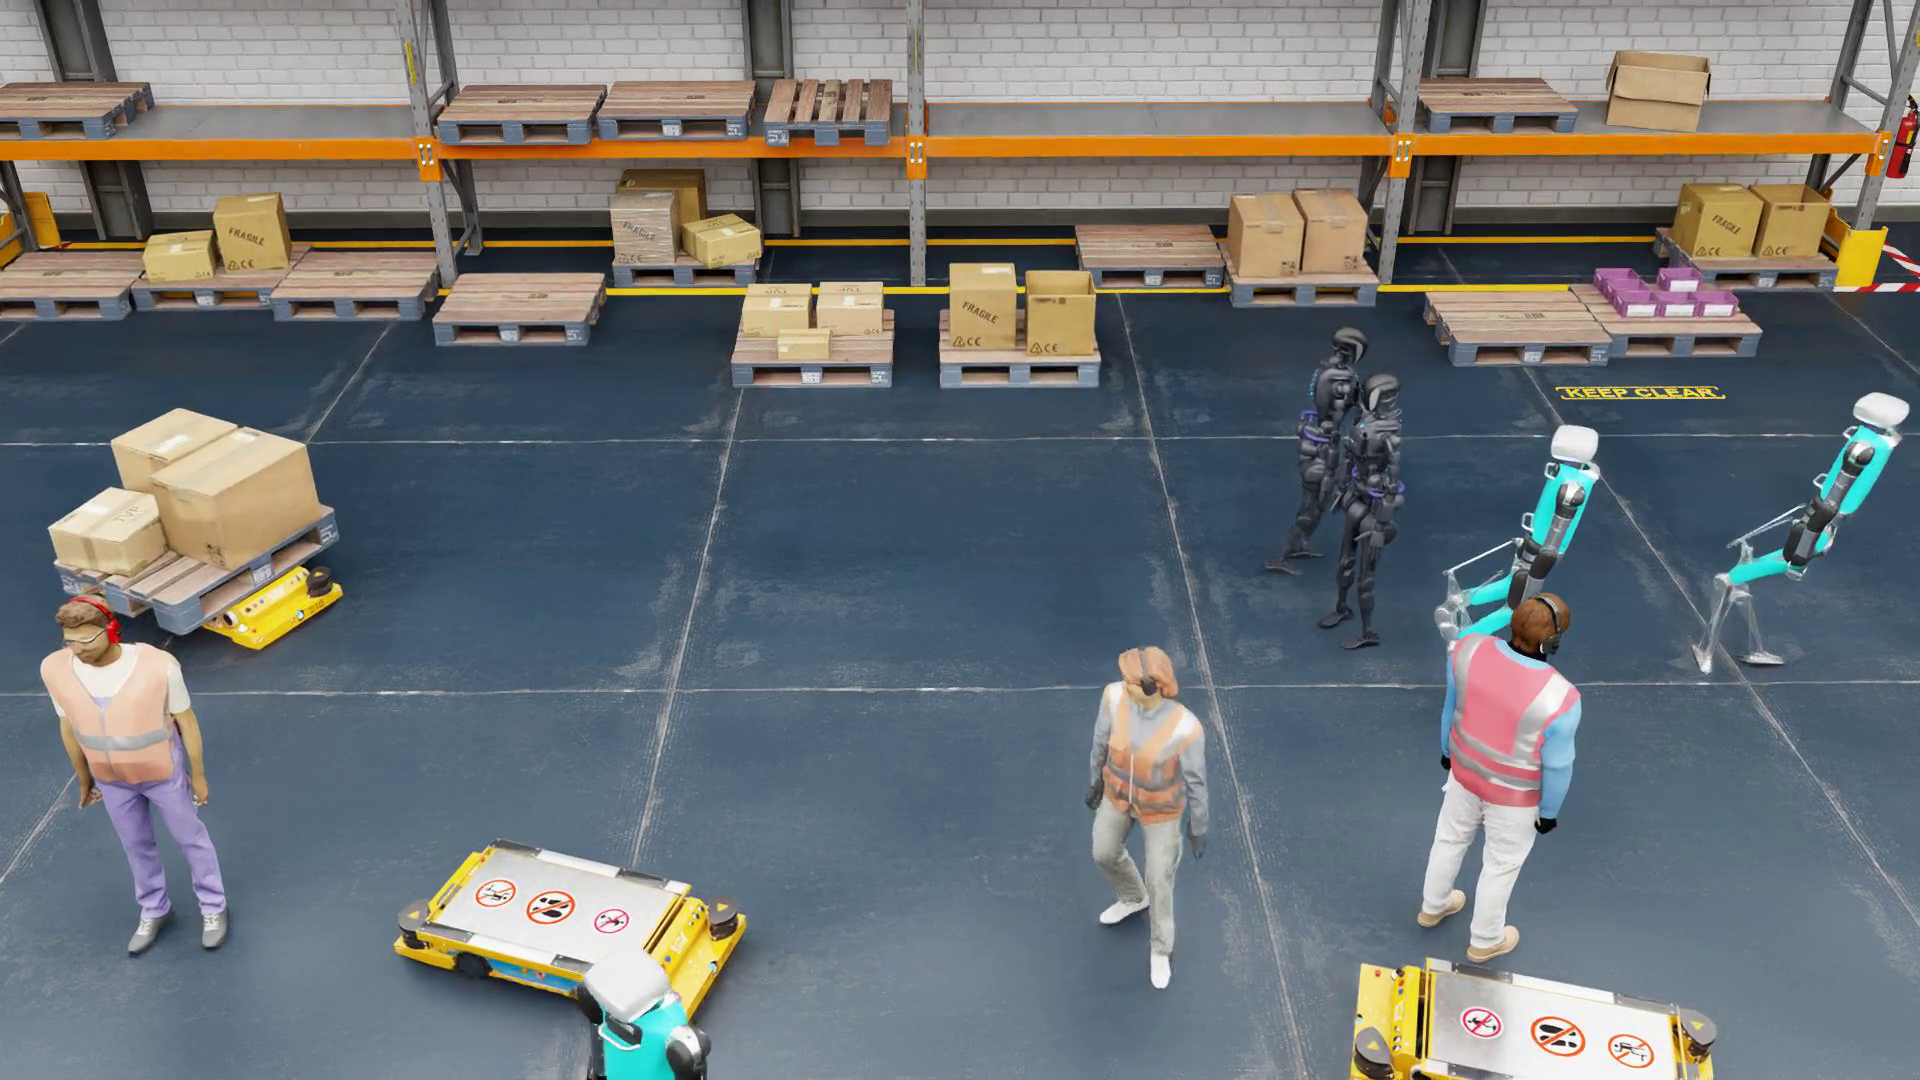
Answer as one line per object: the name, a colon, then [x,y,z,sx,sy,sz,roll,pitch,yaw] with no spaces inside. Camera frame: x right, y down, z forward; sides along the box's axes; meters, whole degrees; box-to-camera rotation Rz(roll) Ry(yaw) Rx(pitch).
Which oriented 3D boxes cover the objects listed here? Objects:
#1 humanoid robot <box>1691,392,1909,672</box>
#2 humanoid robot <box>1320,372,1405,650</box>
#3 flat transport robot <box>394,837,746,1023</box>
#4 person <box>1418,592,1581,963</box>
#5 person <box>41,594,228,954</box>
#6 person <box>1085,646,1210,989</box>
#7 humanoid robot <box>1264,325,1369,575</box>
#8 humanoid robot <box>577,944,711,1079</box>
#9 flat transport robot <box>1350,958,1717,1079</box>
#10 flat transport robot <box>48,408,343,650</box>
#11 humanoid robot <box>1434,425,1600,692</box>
humanoid robot: [4.455,-0.048,9.070,0.865,1.773,0.595,25,39,36]
humanoid robot: [2.286,-0.193,9.355,0.321,1.651,0.589,-8,32,-13]
flat transport robot: [-1.754,1.750,7.497,1.431,0.231,0.659,10,32,16]
person: [2.342,1.019,7.202,0.431,1.836,0.629,-22,38,-32]
person: [-3.542,1.001,7.214,0.562,1.845,0.391,-1,31,-2]
person: [0.823,1.153,7.167,0.605,1.627,0.330,21,37,31]
humanoid robot: [2.124,-0.548,9.967,0.446,1.635,0.600,2,31,3]
humanoid robot: [-1.128,2.154,5.403,0.556,1.768,0.899,23,38,33]
flat transport robot: [2.369,2.119,6.883,1.431,0.231,0.659,8,32,13]
flat transport robot: [-4.492,0.251,9.993,1.431,0.231,0.659,15,34,23]
humanoid robot: [2.796,0.202,8.687,0.779,1.806,0.531,10,33,17]
